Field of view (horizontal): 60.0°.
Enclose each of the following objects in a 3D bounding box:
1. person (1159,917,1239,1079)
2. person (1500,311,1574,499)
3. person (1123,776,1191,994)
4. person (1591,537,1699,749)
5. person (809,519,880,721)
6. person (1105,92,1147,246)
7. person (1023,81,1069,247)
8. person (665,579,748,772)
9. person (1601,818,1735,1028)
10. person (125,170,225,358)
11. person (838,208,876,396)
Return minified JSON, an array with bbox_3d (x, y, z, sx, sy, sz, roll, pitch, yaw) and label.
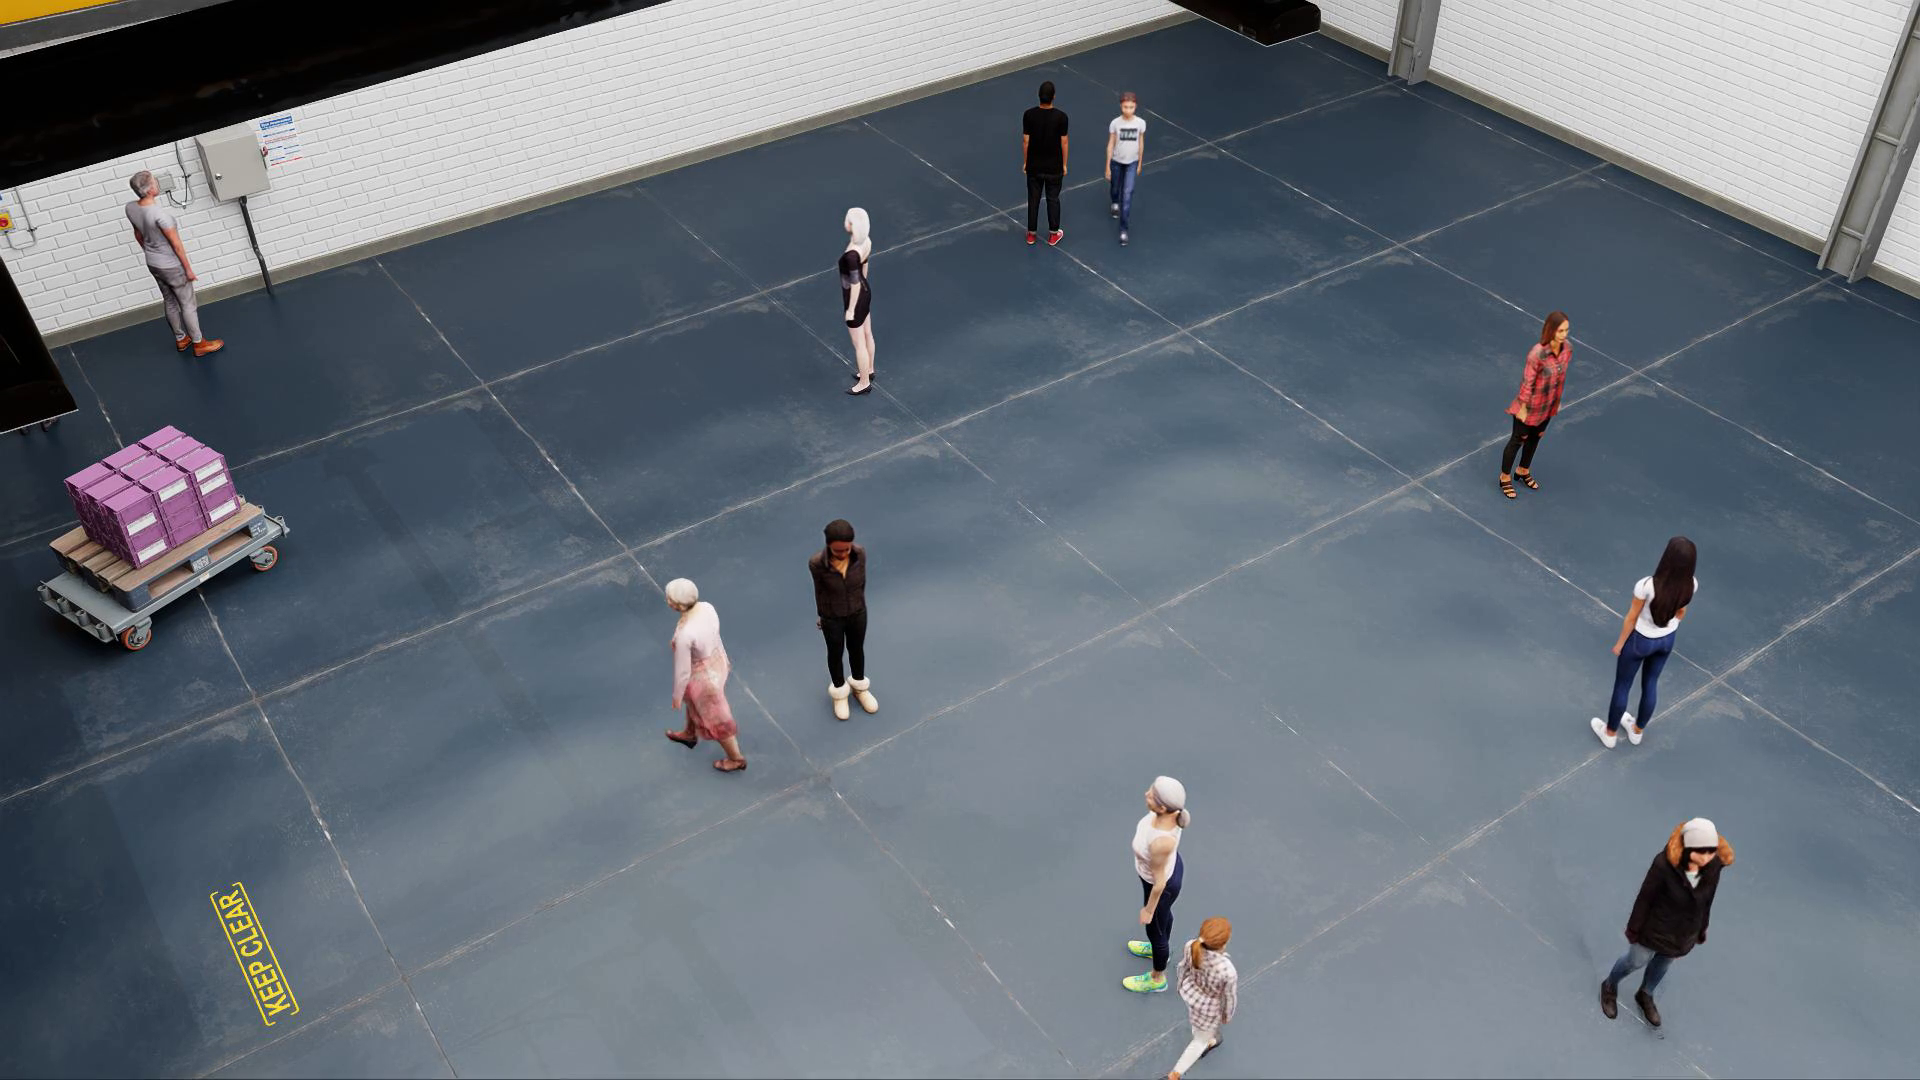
[{"bbox_3d":[1.321,2.610,9.326,0.639,1.293,0.807,-29,47,-31],"label":"person"},{"bbox_3d":[4.746,-1.130,13.679,0.628,1.704,0.575,-19,42,-22],"label":"person"},{"bbox_3d":[1.174,2.009,9.751,0.734,1.702,0.679,7,39,9],"label":"person"},{"bbox_3d":[4.693,0.709,11.320,0.643,1.774,0.624,-8,39,-10],"label":"person"},{"bbox_3d":[-0.827,0.501,11.672,0.656,1.660,0.606,-23,44,-26],"label":"person"},{"bbox_3d":[1.702,-3.965,17.374,0.996,1.524,1.120,3,39,3],"label":"person"},{"bbox_3d":[0.871,-3.859,17.053,0.719,1.759,0.778,6,39,8],"label":"person"},{"bbox_3d":[-1.627,0.945,11.111,1.006,1.667,0.918,10,40,13],"label":"person"},{"bbox_3d":[4.073,2.173,9.594,0.736,1.641,0.756,-5,39,-6],"label":"person"},{"bbox_3d":[-7.322,-2.549,15.356,0.671,1.829,0.829,18,42,21],"label":"person"},{"bbox_3d":[-0.905,-2.133,14.835,0.699,1.830,0.650,8,39,10],"label":"person"}]
